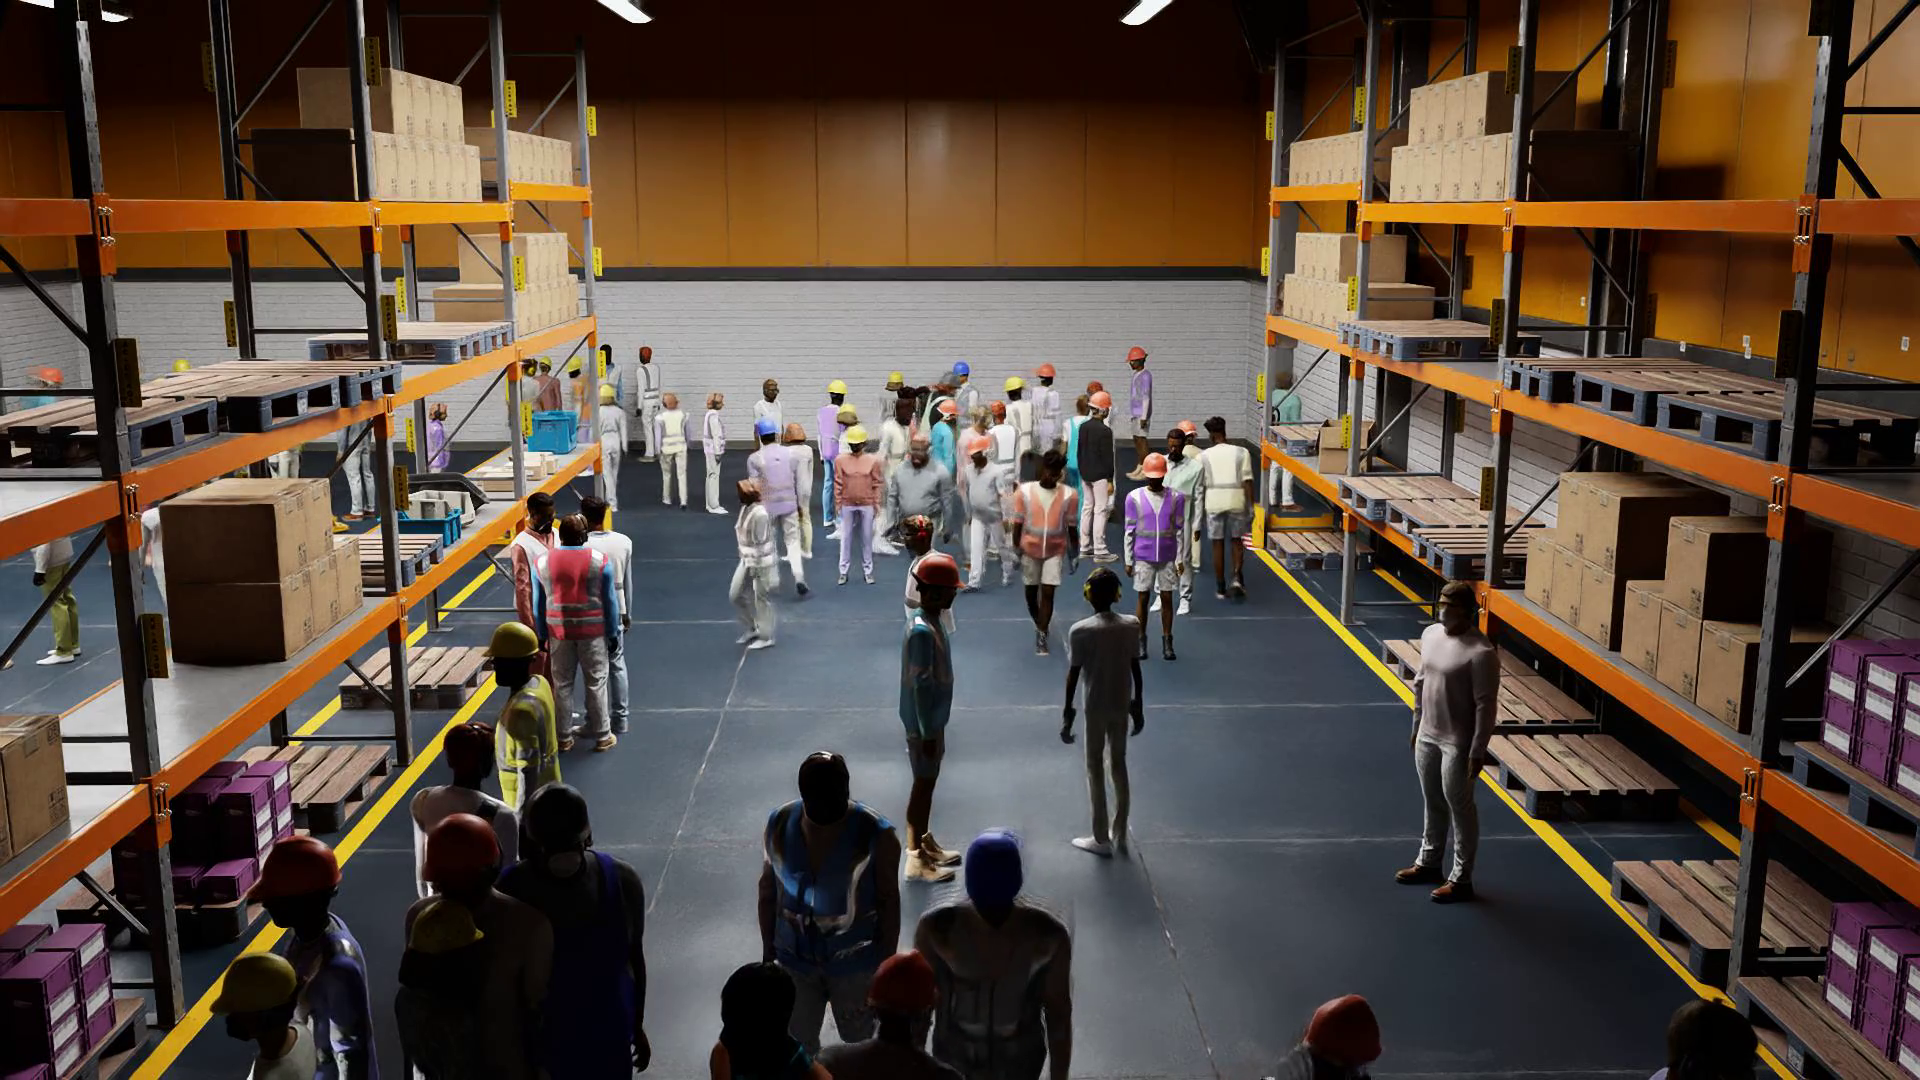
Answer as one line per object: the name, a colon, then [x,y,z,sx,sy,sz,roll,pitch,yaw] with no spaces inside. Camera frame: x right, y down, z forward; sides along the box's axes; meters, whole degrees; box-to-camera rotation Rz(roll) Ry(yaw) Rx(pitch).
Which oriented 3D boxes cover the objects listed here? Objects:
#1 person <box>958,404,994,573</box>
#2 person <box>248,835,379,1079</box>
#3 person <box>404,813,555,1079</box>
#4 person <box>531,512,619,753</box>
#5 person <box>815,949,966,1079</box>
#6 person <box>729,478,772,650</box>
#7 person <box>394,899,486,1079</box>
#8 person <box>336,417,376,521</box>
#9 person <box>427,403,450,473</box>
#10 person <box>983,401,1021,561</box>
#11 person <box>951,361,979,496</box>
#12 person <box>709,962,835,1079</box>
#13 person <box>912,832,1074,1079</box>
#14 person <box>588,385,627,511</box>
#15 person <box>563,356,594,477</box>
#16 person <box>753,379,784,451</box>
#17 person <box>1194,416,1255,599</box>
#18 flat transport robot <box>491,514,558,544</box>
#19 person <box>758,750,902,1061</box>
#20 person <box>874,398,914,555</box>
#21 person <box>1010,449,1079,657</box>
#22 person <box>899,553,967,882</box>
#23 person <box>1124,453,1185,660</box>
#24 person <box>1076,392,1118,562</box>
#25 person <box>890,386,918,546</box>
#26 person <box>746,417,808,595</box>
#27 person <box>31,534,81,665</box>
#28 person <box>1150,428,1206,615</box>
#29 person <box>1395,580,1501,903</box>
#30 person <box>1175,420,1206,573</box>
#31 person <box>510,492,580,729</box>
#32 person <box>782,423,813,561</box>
person: [0.216,-0.577,18.869,0.439,1.914,0.612,9,14,38]
person: [-2.284,1.980,5.963,0.374,1.939,0.545,-8,14,-33]
person: [-1.754,1.935,6.077,0.620,1.986,0.409,3,12,15]
person: [-2.896,0.703,12.606,0.630,1.842,0.429,0,11,-1]
person: [-0.230,2.190,5.509,0.565,1.706,0.883,3,12,15]
person: [-1.959,0.234,15.515,0.427,1.626,0.517,-7,13,-32]
person: [-1.793,2.102,5.872,0.323,1.737,0.486,-9,14,-38]
person: [-8.001,-1.212,21.966,0.379,1.940,0.629,5,12,22]
person: [-6.728,-0.959,21.478,0.313,1.631,0.523,-5,12,-25]
person: [0.457,-0.698,19.520,0.572,1.887,0.356,-9,14,-37]
person: [0.043,-1.601,23.924,0.416,1.939,0.605,-7,13,-30]
person: [-0.548,2.168,5.075,0.596,1.915,0.373,11,16,43]
person: [0.110,1.944,6.274,0.629,1.893,1.010,0,11,-2]
person: [-4.865,-1.282,22.909,0.505,1.687,0.889,-6,13,-26]
person: [-5.817,-1.919,25.676,0.464,1.876,0.745,0,11,-1]
person: [-2.577,-1.265,22.506,0.347,1.839,0.501,9,15,39]
person: [2.797,-0.349,17.703,0.652,1.913,0.582,1,11,6]
flat transport robot: [-5.629,-0.175,20.966,0.652,0.197,1.431,1,11,7]
person: [-0.575,1.789,7.166,0.633,1.840,0.429,3,12,14]
person: [-0.803,-0.744,19.790,0.546,1.876,0.623,2,11,11]
person: [0.788,0.074,15.593,0.643,1.921,0.833,1,11,4]
person: [-0.166,1.084,10.220,0.411,2.035,0.610,1,11,4]
person: [1.777,0.150,15.184,0.549,1.924,0.386,0,11,-1]
person: [1.614,-0.743,19.471,0.387,1.992,0.626,-7,13,-31]
person: [-0.680,-0.920,20.434,0.366,1.962,0.614,3,12,13]
person: [-1.936,-0.337,17.647,0.628,1.916,0.675,-5,12,-25]
person: [-8.249,0.171,15.057,0.375,1.929,0.585,-2,11,-9]
person: [2.199,-0.196,16.953,0.593,1.911,0.385,6,13,28]
person: [2.917,1.187,9.935,0.362,1.939,0.635,-5,12,-23]
person: [2.550,-0.482,18.809,0.579,1.735,0.356,-7,13,-31]
person: [-3.328,0.555,13.198,0.408,1.907,0.598,3,12,16]
person: [-1.914,-0.561,19.489,0.287,1.628,0.498,8,14,36]
